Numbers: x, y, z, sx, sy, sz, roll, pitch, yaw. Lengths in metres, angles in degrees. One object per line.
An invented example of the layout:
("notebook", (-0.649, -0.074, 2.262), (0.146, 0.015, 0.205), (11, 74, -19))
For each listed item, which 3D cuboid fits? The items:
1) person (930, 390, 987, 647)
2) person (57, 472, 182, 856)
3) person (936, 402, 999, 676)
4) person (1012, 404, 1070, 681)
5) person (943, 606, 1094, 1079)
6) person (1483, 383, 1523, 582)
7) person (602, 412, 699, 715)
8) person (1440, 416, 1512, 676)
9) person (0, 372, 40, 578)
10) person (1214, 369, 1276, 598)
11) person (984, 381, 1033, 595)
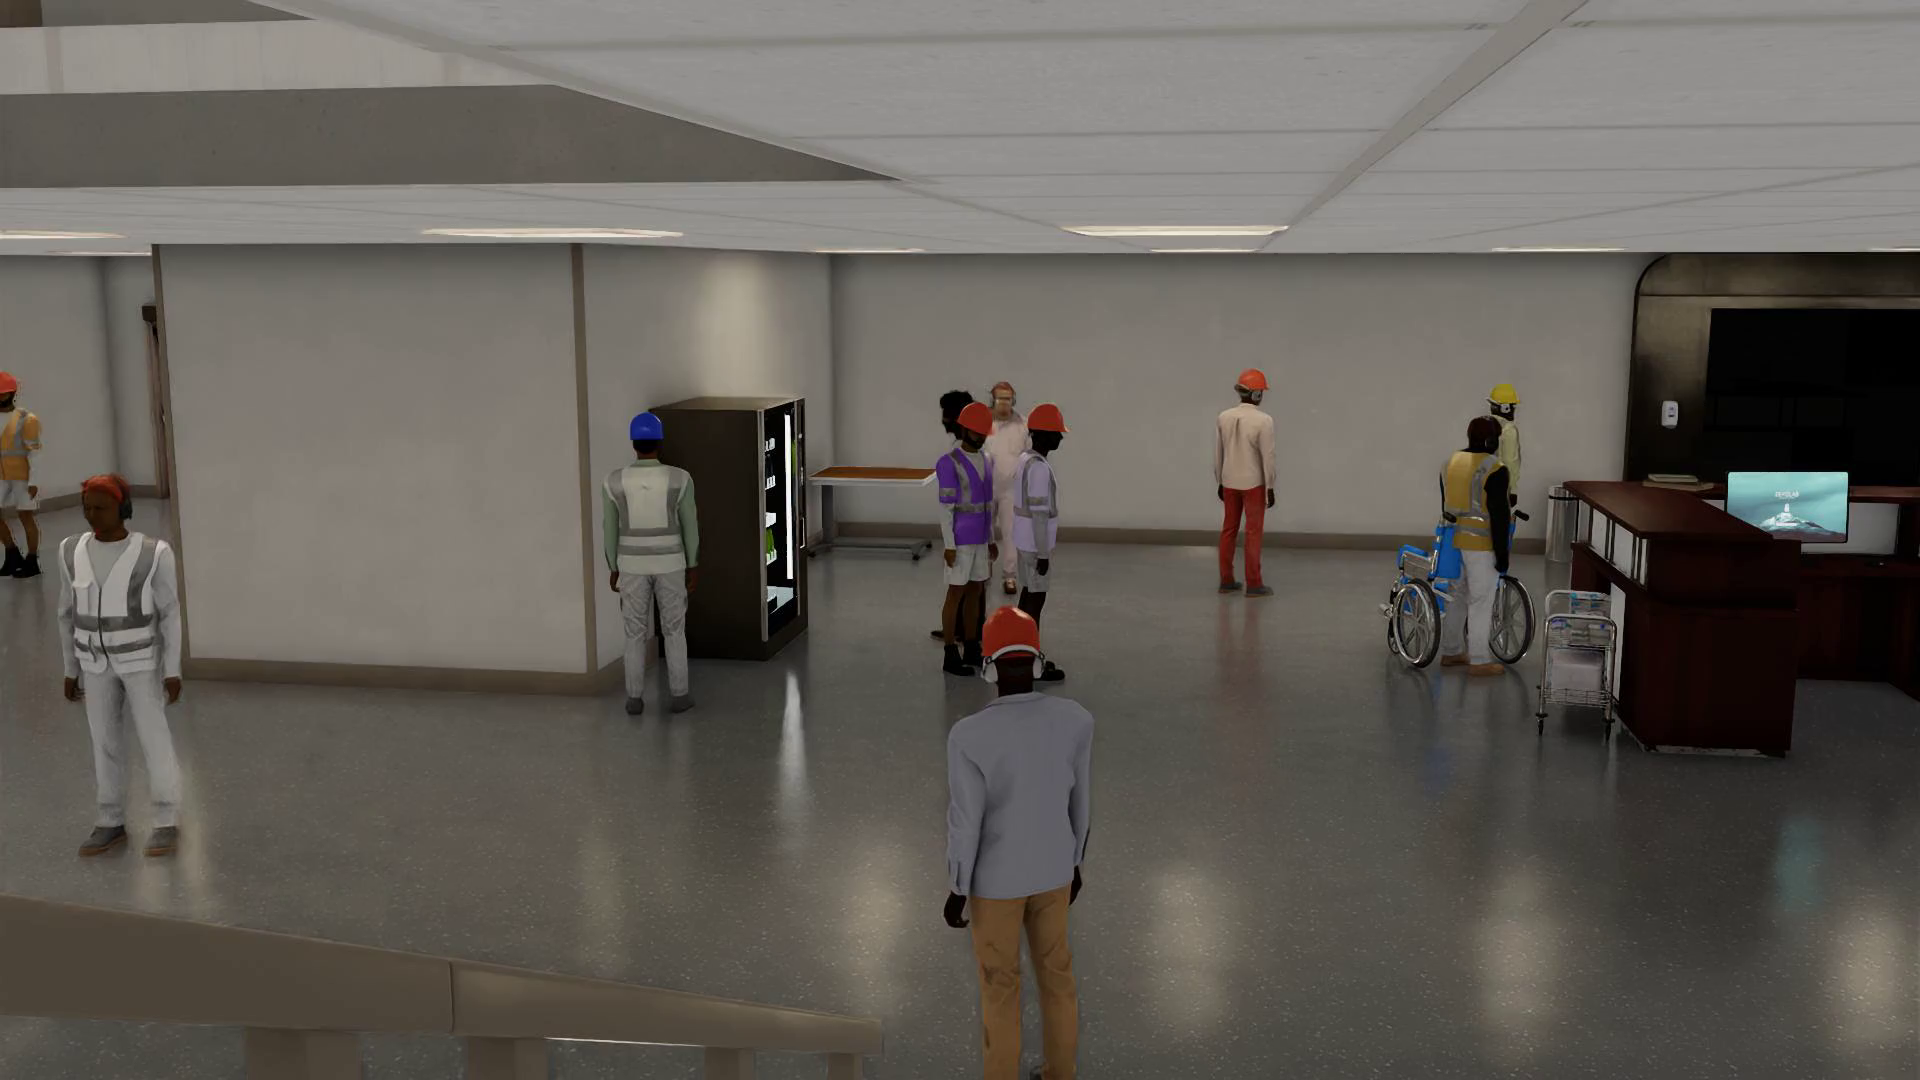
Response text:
("person", (0.010, -0.166, 12.628), (0.439, 1.948, 0.647), (-2, 9, -10))
("person", (-4.081, 0.607, 8.094), (0.573, 1.881, 0.343), (0, 9, 2))
("person", (0.084, -0.013, 11.773), (0.374, 1.928, 0.542), (7, 12, 39))
("person", (0.563, 0.018, 11.584), (0.388, 1.930, 0.543), (-1, 9, -8))
("person", (0.176, 1.085, 5.552), (0.564, 1.745, 0.344), (-6, 11, -32))
("person", (4.876, -0.503, 15.091), (0.404, 1.829, 0.600), (-3, 10, -17))
("person", (-1.972, 0.158, 10.653), (0.605, 1.948, 0.384), (-1, 9, -6))
("person", (3.655, 0.038, 11.765), (0.429, 1.835, 0.630), (-4, 10, -21))
("person", (-8.750, -0.587, 15.323), (0.589, 1.918, 0.502), (1, 9, 7))
("person", (2.509, -0.497, 14.546), (0.396, 1.992, 0.623), (-8, 12, -42))
("person", (0.346, -0.499, 14.935), (0.638, 1.872, 0.880), (0, 9, 0))
